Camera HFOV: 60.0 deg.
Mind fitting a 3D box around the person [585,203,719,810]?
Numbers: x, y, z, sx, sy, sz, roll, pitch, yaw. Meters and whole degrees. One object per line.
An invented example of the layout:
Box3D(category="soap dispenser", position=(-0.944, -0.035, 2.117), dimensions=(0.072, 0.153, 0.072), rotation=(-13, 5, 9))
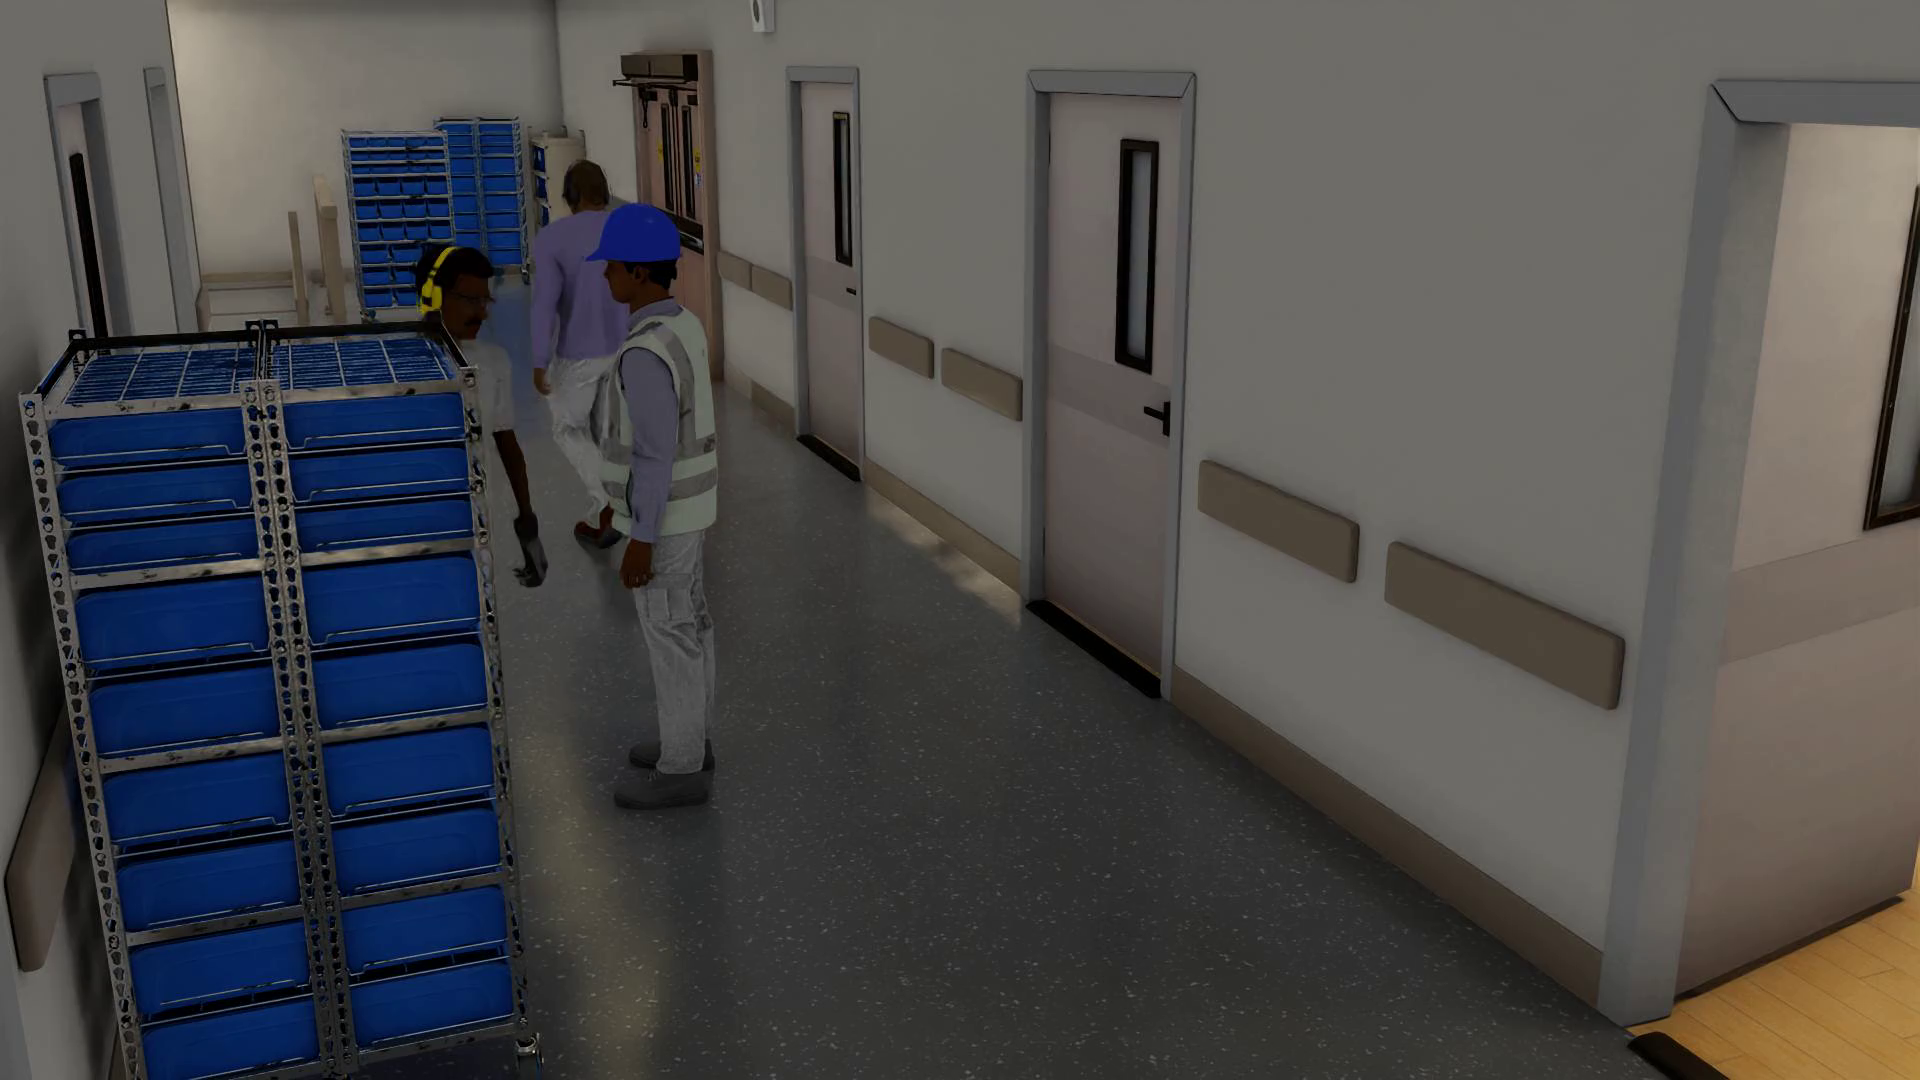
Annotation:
Box3D(category="person", position=(-0.962, -0.094, 5.350), dimensions=(0.384, 1.949, 0.604), rotation=(0, 16, 0))

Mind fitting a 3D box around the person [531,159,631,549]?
Box3D(category="person", position=(-1.746, -0.876, 8.116), dimensions=(0.683, 1.910, 0.579), rotation=(-13, 21, -38))

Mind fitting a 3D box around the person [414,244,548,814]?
Box3D(category="person", position=(-1.518, 0.029, 5.134), dimensions=(0.561, 1.841, 0.571), rotation=(15, 22, 41))
